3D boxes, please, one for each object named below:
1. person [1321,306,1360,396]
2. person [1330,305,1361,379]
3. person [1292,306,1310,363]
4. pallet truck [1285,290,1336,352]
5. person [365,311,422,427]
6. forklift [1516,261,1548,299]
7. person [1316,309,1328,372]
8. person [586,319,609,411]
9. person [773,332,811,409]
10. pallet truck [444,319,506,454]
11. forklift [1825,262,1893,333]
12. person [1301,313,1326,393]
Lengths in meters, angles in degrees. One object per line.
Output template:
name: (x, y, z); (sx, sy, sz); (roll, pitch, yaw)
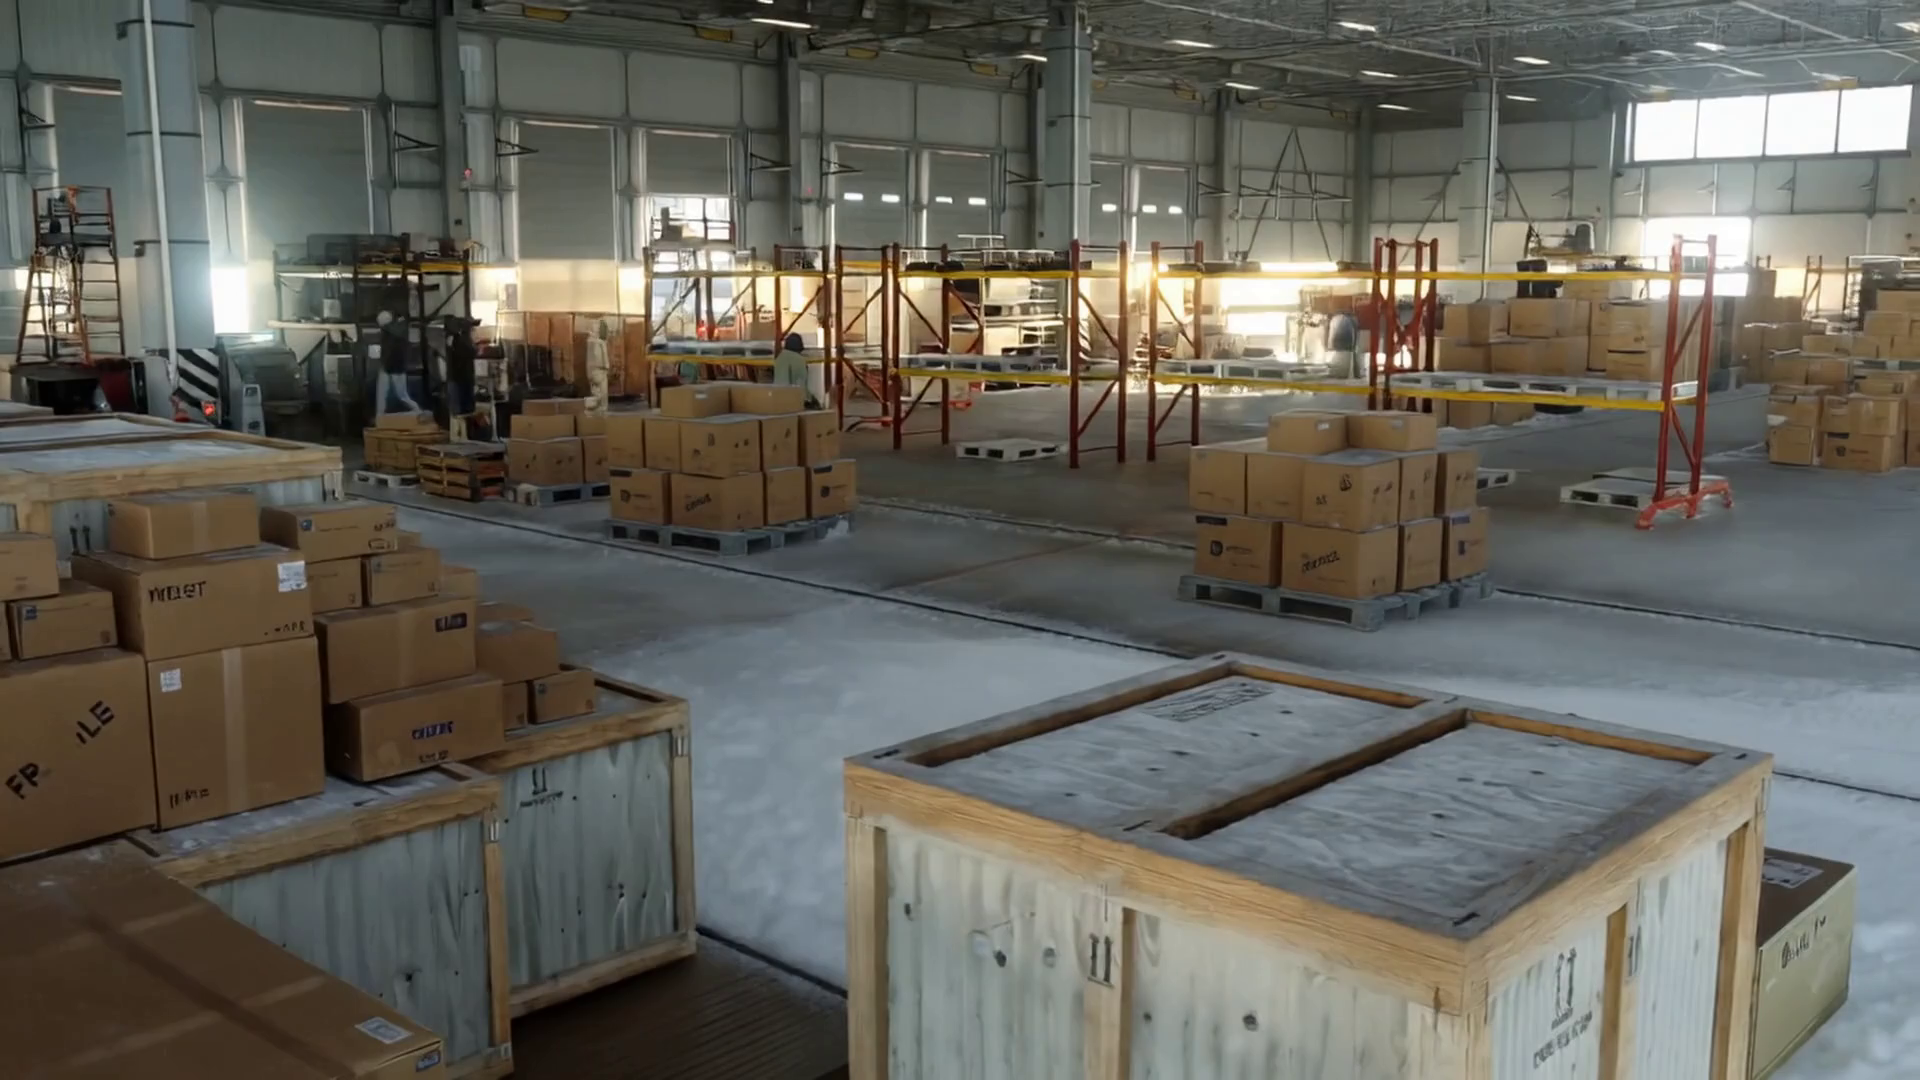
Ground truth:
person: (7.927, -3.941, 34.740); (0.853, 1.906, 0.668); (0, 9, 3)
person: (8.365, -4.146, 36.065); (0.645, 1.884, 1.015); (3, 10, 17)
person: (7.614, -4.266, 36.905); (0.519, 1.830, 0.397); (0, 9, 0)
pallet truck: (11.297, -6.951, 52.861); (1.885, 1.965, 0.823); (-5, 11, -29)
person: (-9.519, -2.877, 28.030); (0.986, 1.955, 0.612); (1, 9, 6)
forklift: (12.923, -4.937, 37.813); (1.873, 2.768, 1.129); (9, 13, 43)
person: (9.362, -5.180, 43.134); (0.311, 1.633, 0.519); (-4, 10, -24)
person: (-5.667, -2.518, 26.078); (0.373, 1.874, 0.615); (0, 9, -2)
person: (-2.137, -1.755, 21.485); (0.429, 1.840, 0.635); (-8, 12, -39)
pallet truck: (-6.981, -1.942, 22.150); (1.885, 1.965, 0.823); (1, 9, 9)
forklift: (23.174, -5.666, 42.287); (1.129, 2.768, 1.873); (-5, 11, -29)
person: (7.549, -3.987, 35.578); (0.515, 1.697, 0.922); (4, 10, 22)
